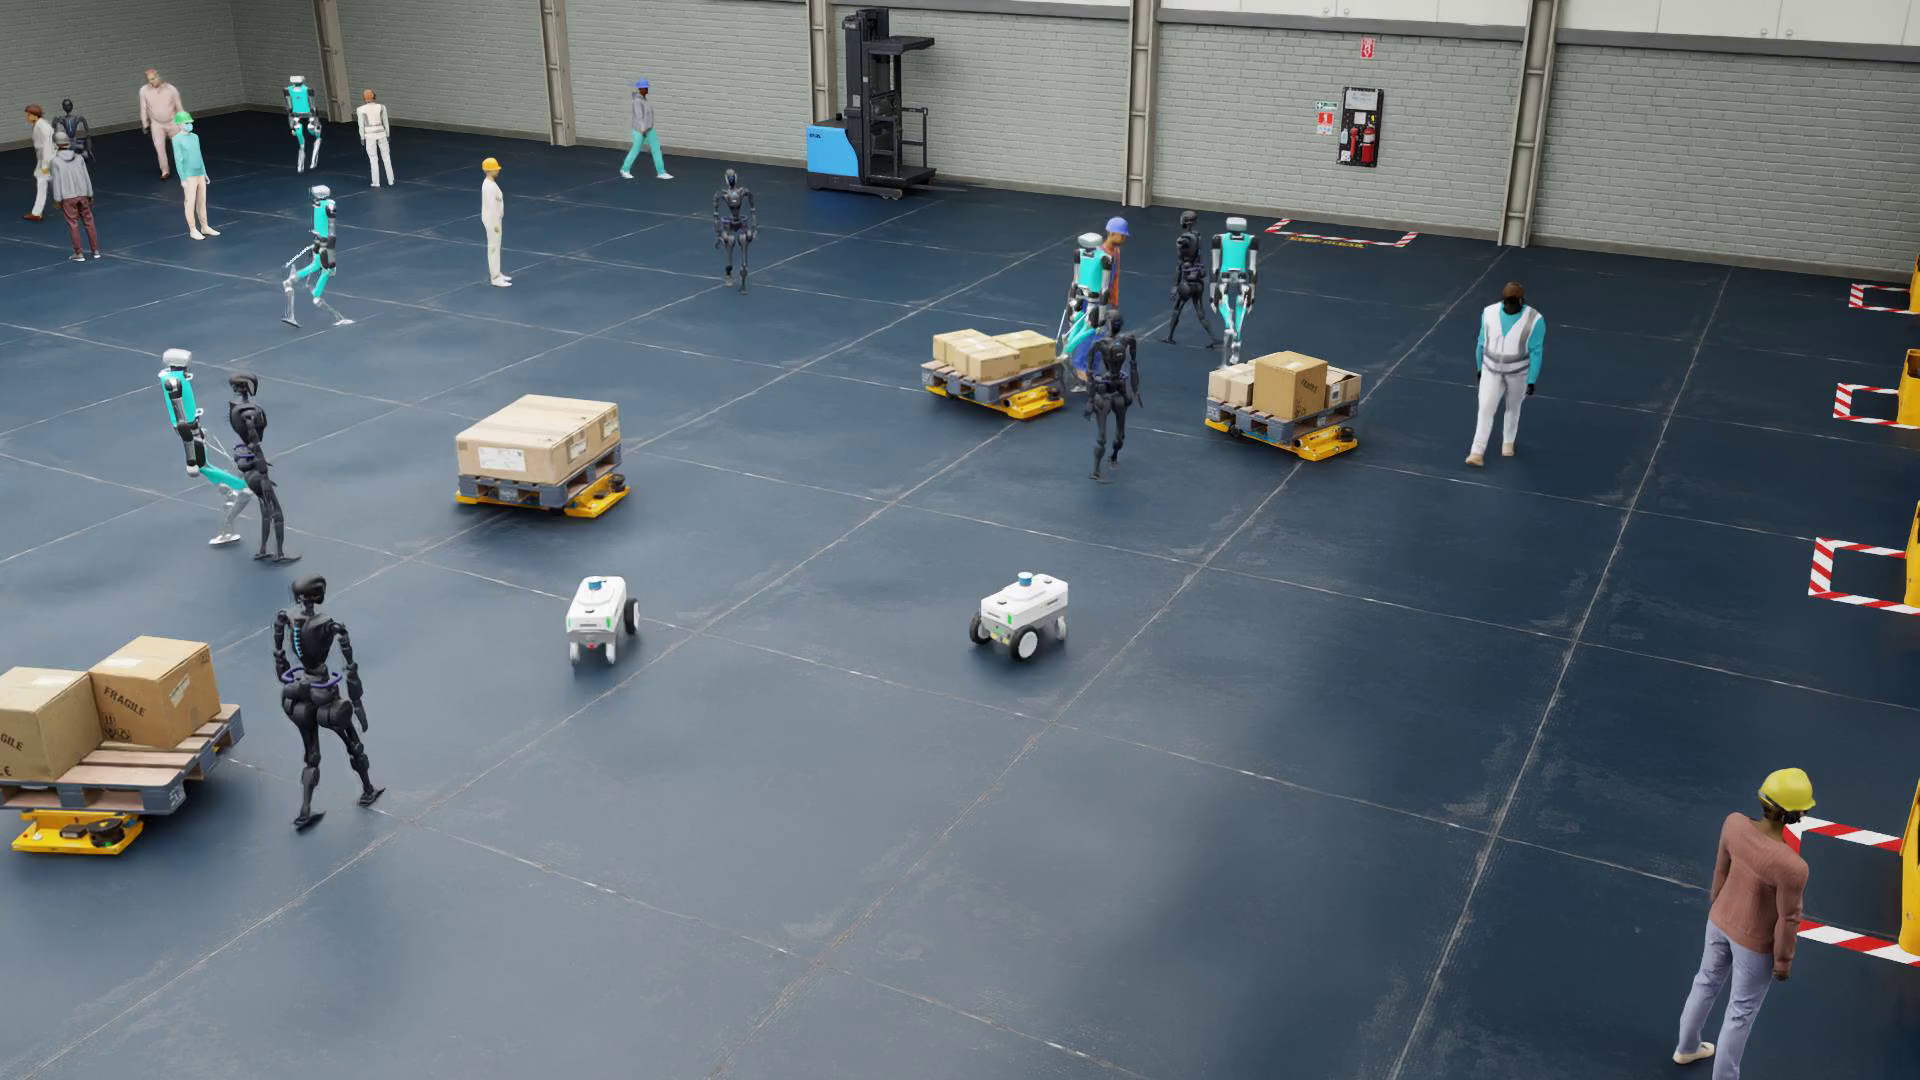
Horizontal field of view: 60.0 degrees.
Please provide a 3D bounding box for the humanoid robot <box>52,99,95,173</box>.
[{"bbox_3d":[-14.591,-6.413,27.347,0.596,1.631,0.757,-12,26,-27],"label":"humanoid robot"}]

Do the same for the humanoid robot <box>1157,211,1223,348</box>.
[{"bbox_3d":[2.731,-3.054,19.573,0.829,1.618,0.592,15,27,31],"label":"humanoid robot"}]

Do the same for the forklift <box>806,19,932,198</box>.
[{"bbox_3d":[-1.573,-7.292,27.850,1.873,2.768,1.129,12,26,25],"label":"forklift"}]

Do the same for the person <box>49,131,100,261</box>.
[{"bbox_3d":[-12.560,-4.877,23.559,0.374,1.811,0.553,17,28,34],"label":"person"}]

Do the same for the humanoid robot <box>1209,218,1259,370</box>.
[{"bbox_3d":[3.047,-2.635,18.452,0.530,1.751,0.960,0,23,1],"label":"humanoid robot"}]

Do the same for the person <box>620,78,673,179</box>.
[{"bbox_3d":[-5.545,-7.150,28.946,0.894,1.732,0.530,8,25,19],"label":"person"}]

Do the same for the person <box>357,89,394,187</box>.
[{"bbox_3d":[-9.976,-6.853,28.381,0.514,1.636,0.313,-14,27,-29],"label":"person"}]

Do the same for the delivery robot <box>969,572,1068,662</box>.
[{"bbox_3d":[0.482,0.541,12.532,0.525,0.587,0.755,21,31,39],"label":"delivery robot"}]

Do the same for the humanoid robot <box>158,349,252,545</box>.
[{"bbox_3d":[-6.292,-0.723,14.083,0.686,1.881,0.539,-9,25,-19],"label":"humanoid robot"}]

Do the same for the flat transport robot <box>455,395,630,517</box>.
[{"bbox_3d":[-3.826,-0.472,15.261,1.431,0.231,0.659,7,24,15],"label":"flat transport robot"}]

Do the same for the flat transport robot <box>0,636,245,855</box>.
[{"bbox_3d":[-5.328,1.533,10.593,0.659,0.231,1.431,1,23,3],"label":"flat transport robot"}]

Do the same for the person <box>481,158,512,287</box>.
[{"bbox_3d":[-6.228,-4.256,22.260,0.324,1.696,0.482,-5,24,-13],"label":"person"}]

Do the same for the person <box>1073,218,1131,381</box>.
[{"bbox_3d":[1.519,-2.618,18.258,0.685,1.849,0.557,15,27,31],"label":"person"}]

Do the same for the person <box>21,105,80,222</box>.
[{"bbox_3d":[-14.222,-5.851,25.877,0.515,1.784,0.945,17,28,34],"label":"person"}]

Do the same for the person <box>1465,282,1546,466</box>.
[{"bbox_3d":[5.220,-1.589,15.927,0.649,1.781,0.960,13,27,28],"label":"person"}]

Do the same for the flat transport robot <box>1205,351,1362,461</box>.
[{"bbox_3d":[3.270,-1.141,16.818,0.659,0.231,1.431,-19,30,-37],"label":"flat transport robot"}]

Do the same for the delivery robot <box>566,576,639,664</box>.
[{"bbox_3d":[-2.721,0.561,12.513,0.499,0.609,0.805,-1,23,-1],"label":"delivery robot"}]

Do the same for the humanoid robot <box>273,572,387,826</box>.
[{"bbox_3d":[-3.940,0.952,10.202,0.609,1.655,0.599,7,24,15],"label":"humanoid robot"}]

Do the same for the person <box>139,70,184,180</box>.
[{"bbox_3d":[-13.891,-7.260,29.046,0.718,1.862,0.666,-11,26,-24],"label":"person"}]

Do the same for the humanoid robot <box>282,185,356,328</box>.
[{"bbox_3d":[-7.994,-3.374,20.218,1.002,1.771,0.530,-18,29,-36],"label":"humanoid robot"}]

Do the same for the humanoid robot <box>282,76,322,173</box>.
[{"bbox_3d":[-11.545,-7.348,29.376,0.541,1.715,0.957,-3,23,-8],"label":"humanoid robot"}]

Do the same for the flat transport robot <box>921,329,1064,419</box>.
[{"bbox_3d":[0.364,-1.609,17.909,1.431,0.231,0.659,21,31,40],"label":"flat transport robot"}]

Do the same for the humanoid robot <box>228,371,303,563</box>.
[{"bbox_3d":[-5.796,-0.609,13.805,0.411,1.658,0.615,-13,26,-27],"label":"humanoid robot"}]

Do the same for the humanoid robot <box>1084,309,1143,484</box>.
[{"bbox_3d":[1.434,-1.380,15.648,0.611,1.641,0.504,-11,26,-25],"label":"humanoid robot"}]

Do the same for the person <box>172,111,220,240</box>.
[{"bbox_3d":[-11.439,-5.440,24.795,0.350,1.875,0.509,8,24,17],"label":"person"}]

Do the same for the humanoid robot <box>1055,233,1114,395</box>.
[{"bbox_3d":[1.229,-2.295,17.779,0.745,1.893,0.549,-19,29,-37],"label":"humanoid robot"}]

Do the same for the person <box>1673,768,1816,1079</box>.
[{"bbox_3d":[3.776,1.867,7.932,0.346,1.758,0.522,-7,24,-15],"label":"person"}]

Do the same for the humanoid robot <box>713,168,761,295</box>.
[{"bbox_3d":[-2.938,-4.075,21.876,0.607,1.646,0.438,-7,24,-16],"label":"humanoid robot"}]
